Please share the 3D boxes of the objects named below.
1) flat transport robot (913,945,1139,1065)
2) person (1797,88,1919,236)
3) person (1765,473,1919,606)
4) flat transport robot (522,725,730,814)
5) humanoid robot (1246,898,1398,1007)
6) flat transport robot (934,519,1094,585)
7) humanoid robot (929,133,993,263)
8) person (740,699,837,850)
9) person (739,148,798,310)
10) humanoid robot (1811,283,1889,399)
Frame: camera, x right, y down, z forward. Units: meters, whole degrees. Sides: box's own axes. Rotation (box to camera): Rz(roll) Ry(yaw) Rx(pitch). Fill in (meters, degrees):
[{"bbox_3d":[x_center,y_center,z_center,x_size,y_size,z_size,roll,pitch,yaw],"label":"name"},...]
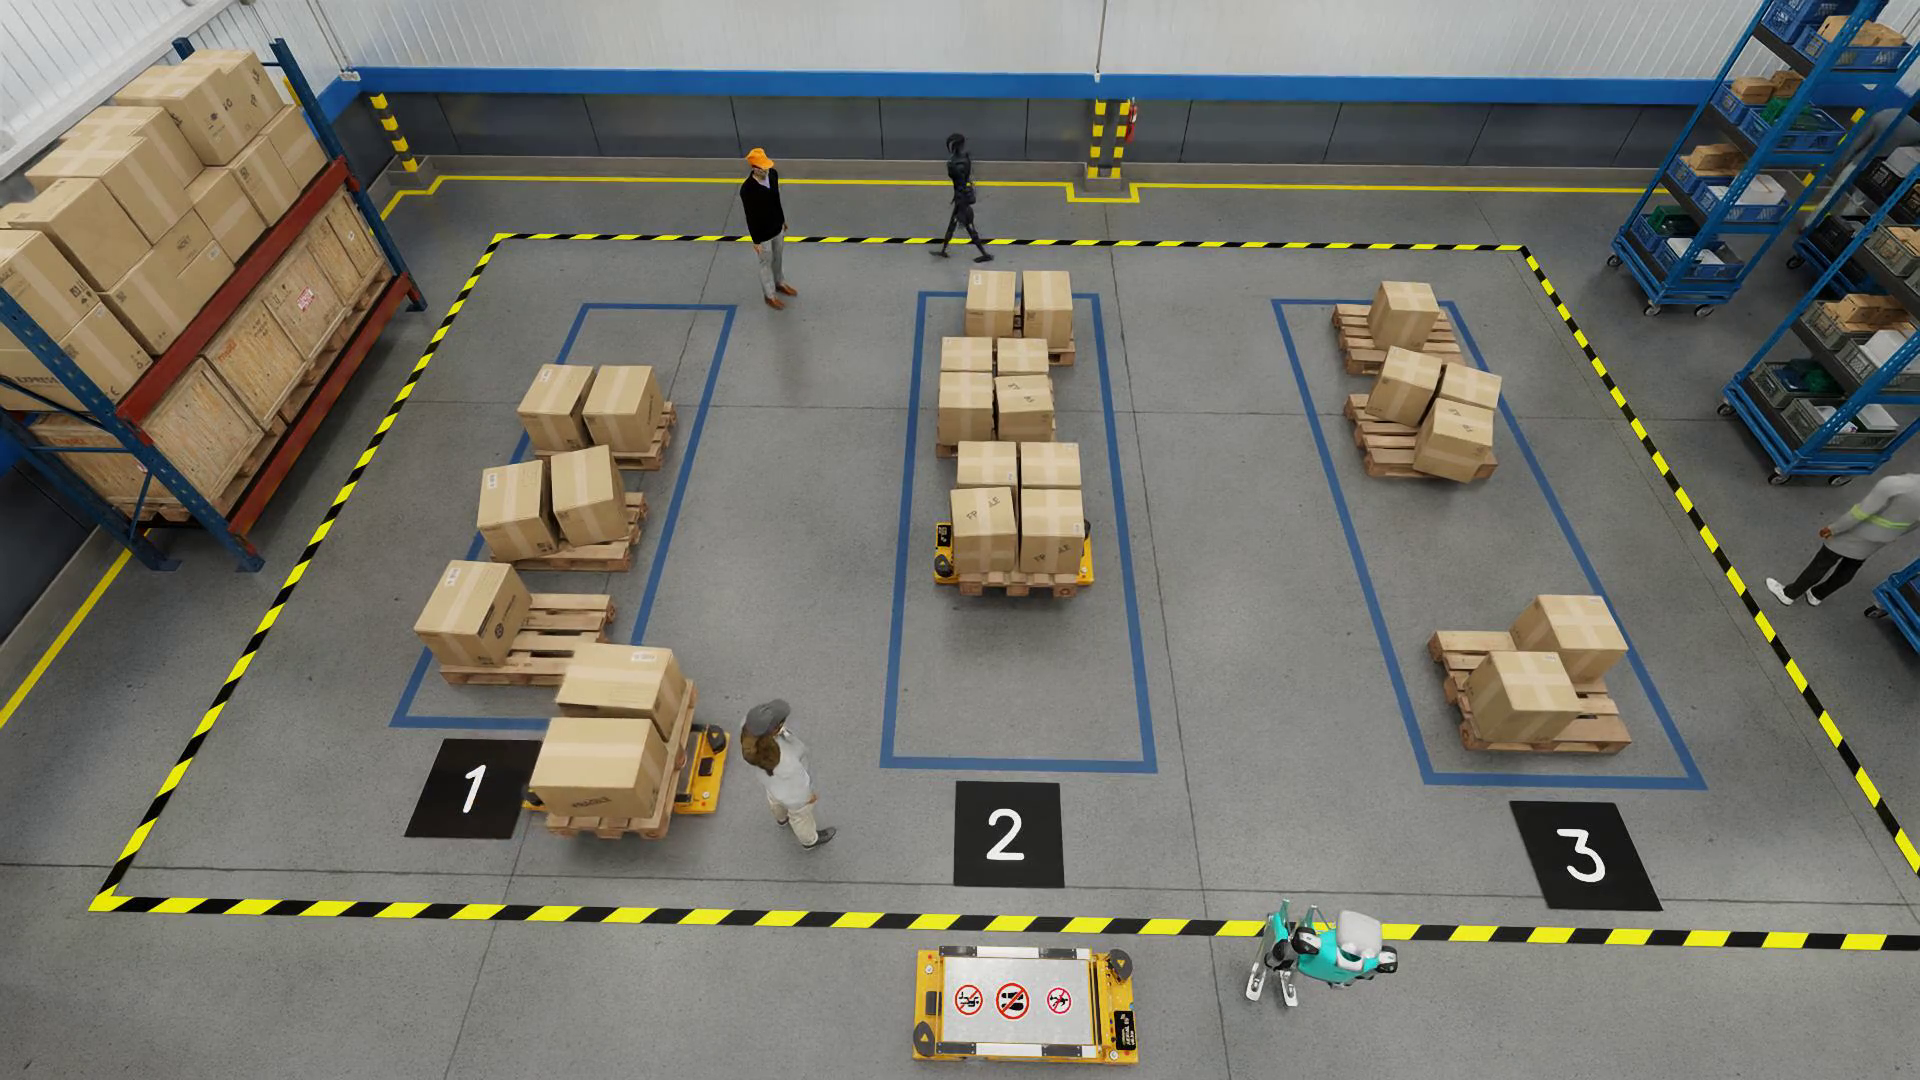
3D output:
[{"bbox_3d":[0.422,3.041,6.007,1.431,0.231,0.659,1,51,1],"label":"flat transport robot"},{"bbox_3d":[11.002,-4.515,11.100,0.640,1.922,0.404,34,58,24],"label":"person"},{"bbox_3d":[7.474,-0.109,7.555,0.590,1.849,0.399,5,51,4],"label":"person"},{"bbox_3d":[-2.551,1.743,7.047,1.431,0.197,0.652,1,51,1],"label":"flat transport robot"},{"bbox_3d":[2.115,2.378,5.513,0.533,1.677,0.735,10,52,8],"label":"humanoid robot"},{"bbox_3d":[0.490,0.087,8.397,1.431,0.197,0.652,1,51,1],"label":"flat transport robot"},{"bbox_3d":[0.022,-4.023,10.890,0.785,1.623,0.610,-7,51,-6],"label":"humanoid robot"},{"bbox_3d":[-1.196,1.609,6.206,0.560,1.768,0.399,37,60,26],"label":"person"},{"bbox_3d":[-2.139,-3.490,10.289,0.383,1.883,0.589,22,54,17],"label":"person"},{"bbox_3d":[9.329,-2.192,9.364,0.594,1.643,0.563,3,51,2],"label":"humanoid robot"}]
